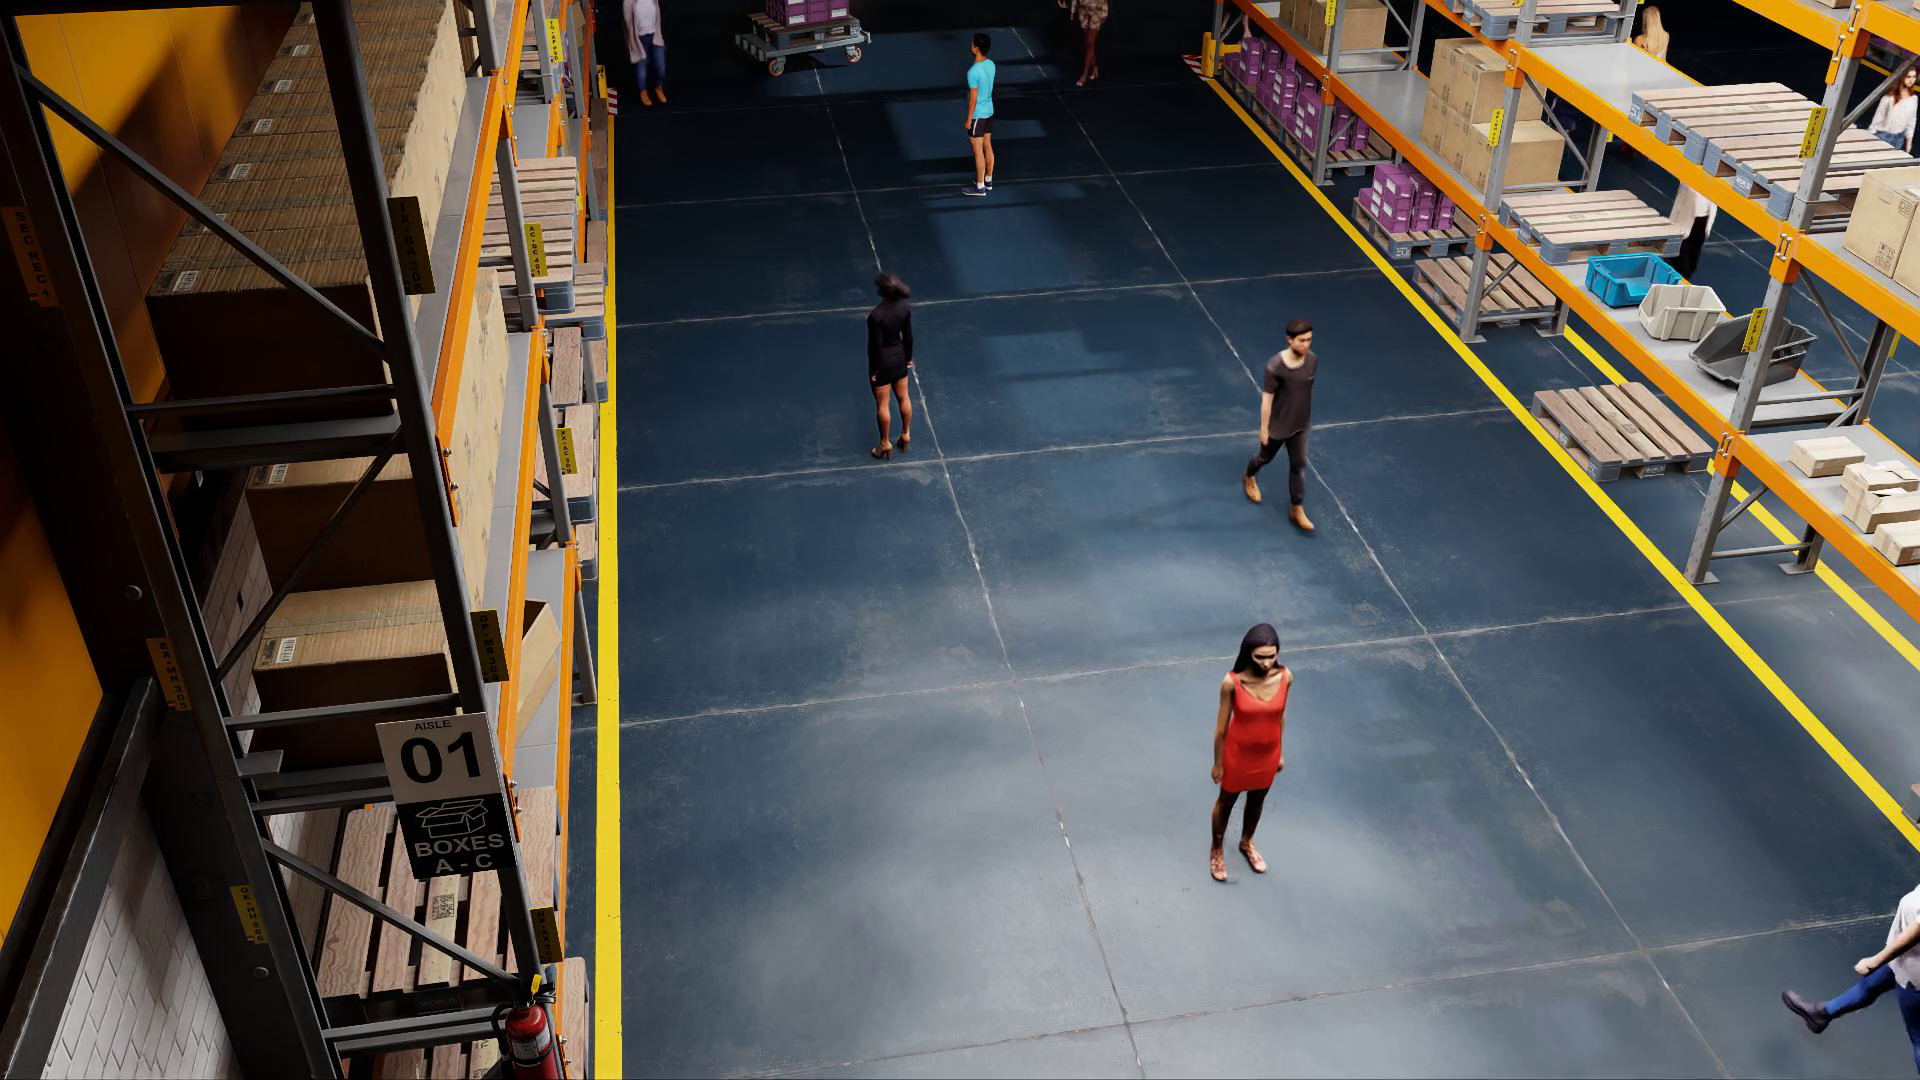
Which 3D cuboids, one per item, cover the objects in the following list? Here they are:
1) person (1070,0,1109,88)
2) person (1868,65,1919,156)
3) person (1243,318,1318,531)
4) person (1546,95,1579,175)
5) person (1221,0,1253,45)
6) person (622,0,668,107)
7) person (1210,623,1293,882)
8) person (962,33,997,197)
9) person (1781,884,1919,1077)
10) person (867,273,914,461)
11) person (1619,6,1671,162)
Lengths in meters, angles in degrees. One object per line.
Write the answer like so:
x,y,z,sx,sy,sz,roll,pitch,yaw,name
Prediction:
1.720,-6.789,21.471,0.939,1.763,1.005,21,39,29,person
9.772,-4.200,17.648,0.631,1.683,1.091,-4,34,-7,person
2.454,-0.959,12.772,0.809,1.683,1.135,-13,36,-19,person
6.858,-4.717,18.849,0.577,1.215,0.566,-14,36,-20,person
3.832,-7.537,22.649,0.892,1.705,1.036,-10,35,-15,person
-3.990,-6.296,20.760,0.774,1.729,0.779,-20,38,-27,person
1.652,1.201,9.490,0.604,1.719,0.534,-8,35,-12,person
0.235,-4.677,18.282,0.747,1.776,0.662,17,37,23,person
4.747,2.167,8.114,1.000,1.633,1.187,-27,42,-35,person
-0.572,-1.415,13.498,0.699,1.638,0.753,-24,41,-32,person
7.863,-5.146,18.992,0.652,1.770,0.975,-3,34,-4,person
